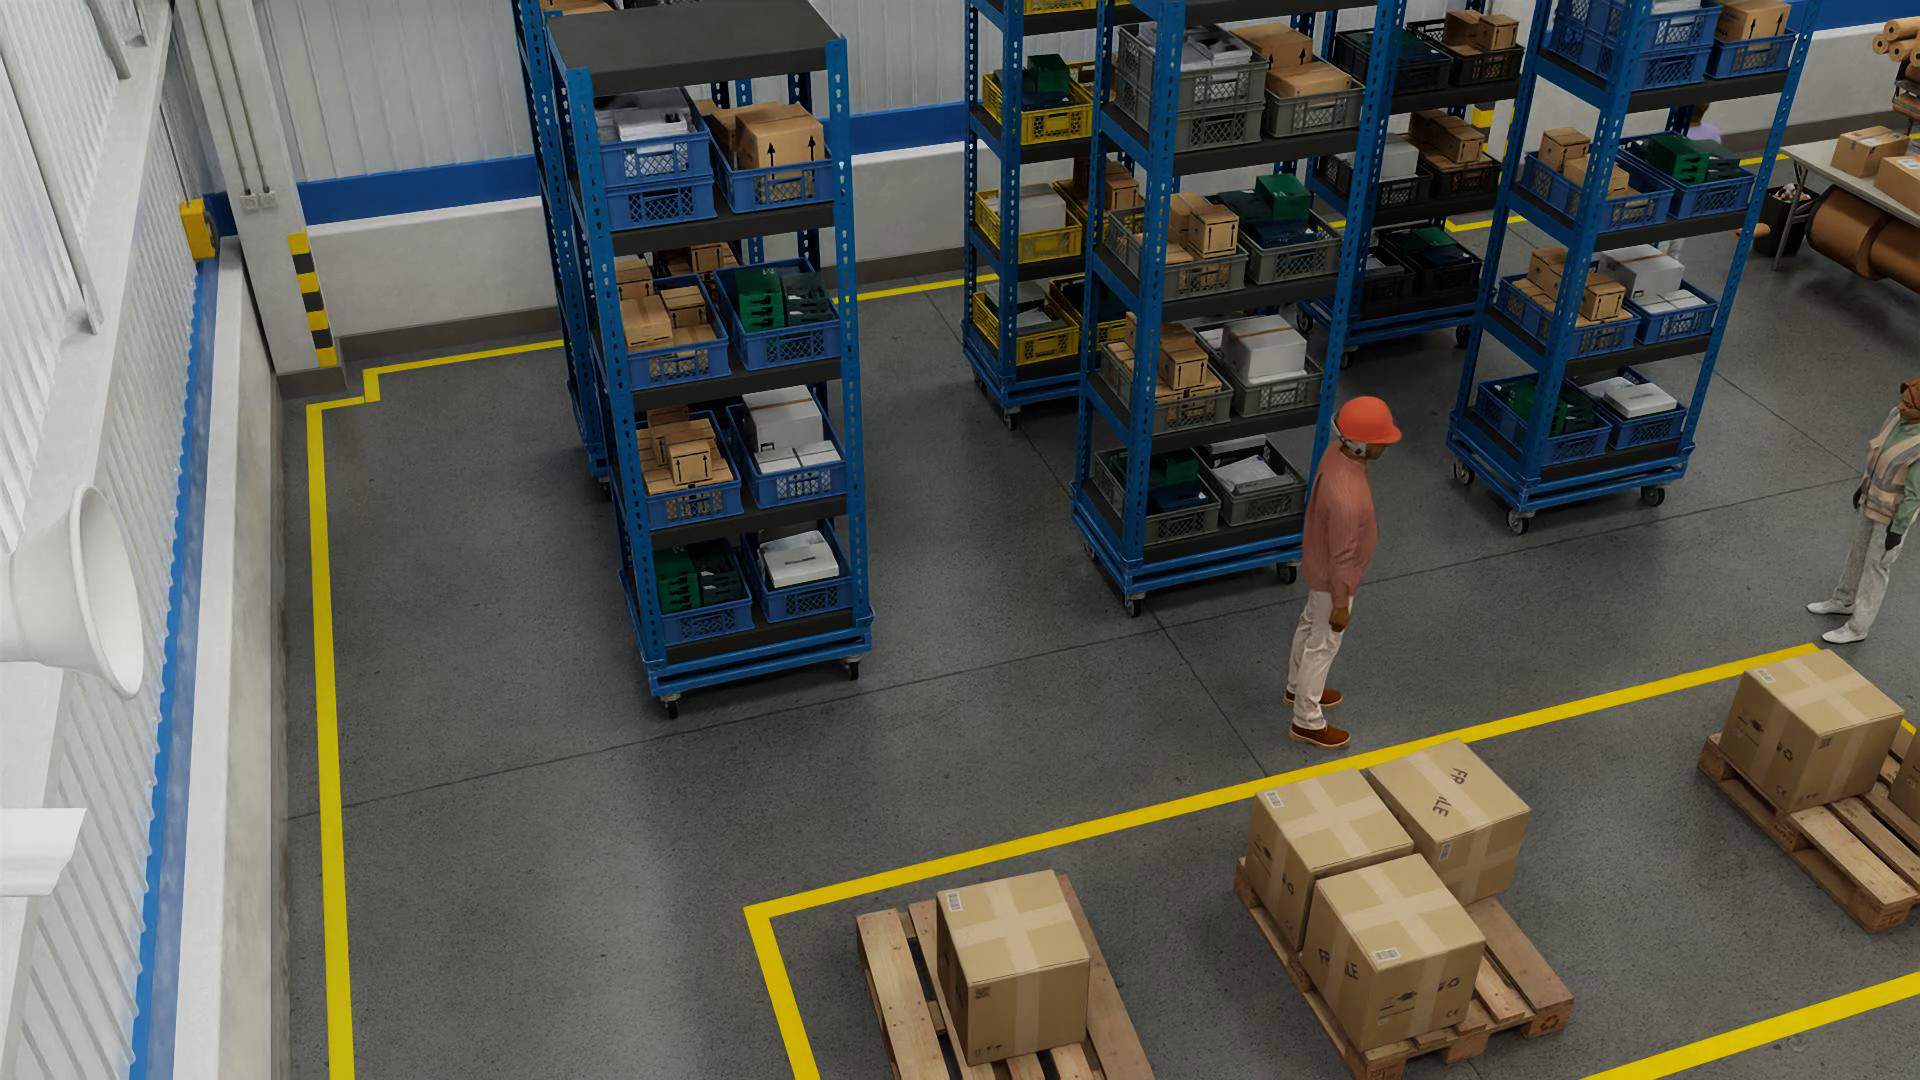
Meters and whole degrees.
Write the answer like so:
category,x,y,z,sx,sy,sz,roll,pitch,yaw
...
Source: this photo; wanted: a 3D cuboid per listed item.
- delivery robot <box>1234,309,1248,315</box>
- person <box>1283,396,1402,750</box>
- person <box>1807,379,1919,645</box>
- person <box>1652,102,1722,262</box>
category,x,y,z,sx,sy,sz,roll,pitch,yaw
delivery robot,2.252,-2.022,12.575,0.477,0.478,0.707,29,44,35
person,1.892,0.151,8.332,0.386,1.992,0.625,3,35,4
person,5.054,-0.163,9.091,0.313,1.634,0.514,3,35,4
person,5.015,-2.293,11.848,0.628,1.940,0.373,-23,41,-29
